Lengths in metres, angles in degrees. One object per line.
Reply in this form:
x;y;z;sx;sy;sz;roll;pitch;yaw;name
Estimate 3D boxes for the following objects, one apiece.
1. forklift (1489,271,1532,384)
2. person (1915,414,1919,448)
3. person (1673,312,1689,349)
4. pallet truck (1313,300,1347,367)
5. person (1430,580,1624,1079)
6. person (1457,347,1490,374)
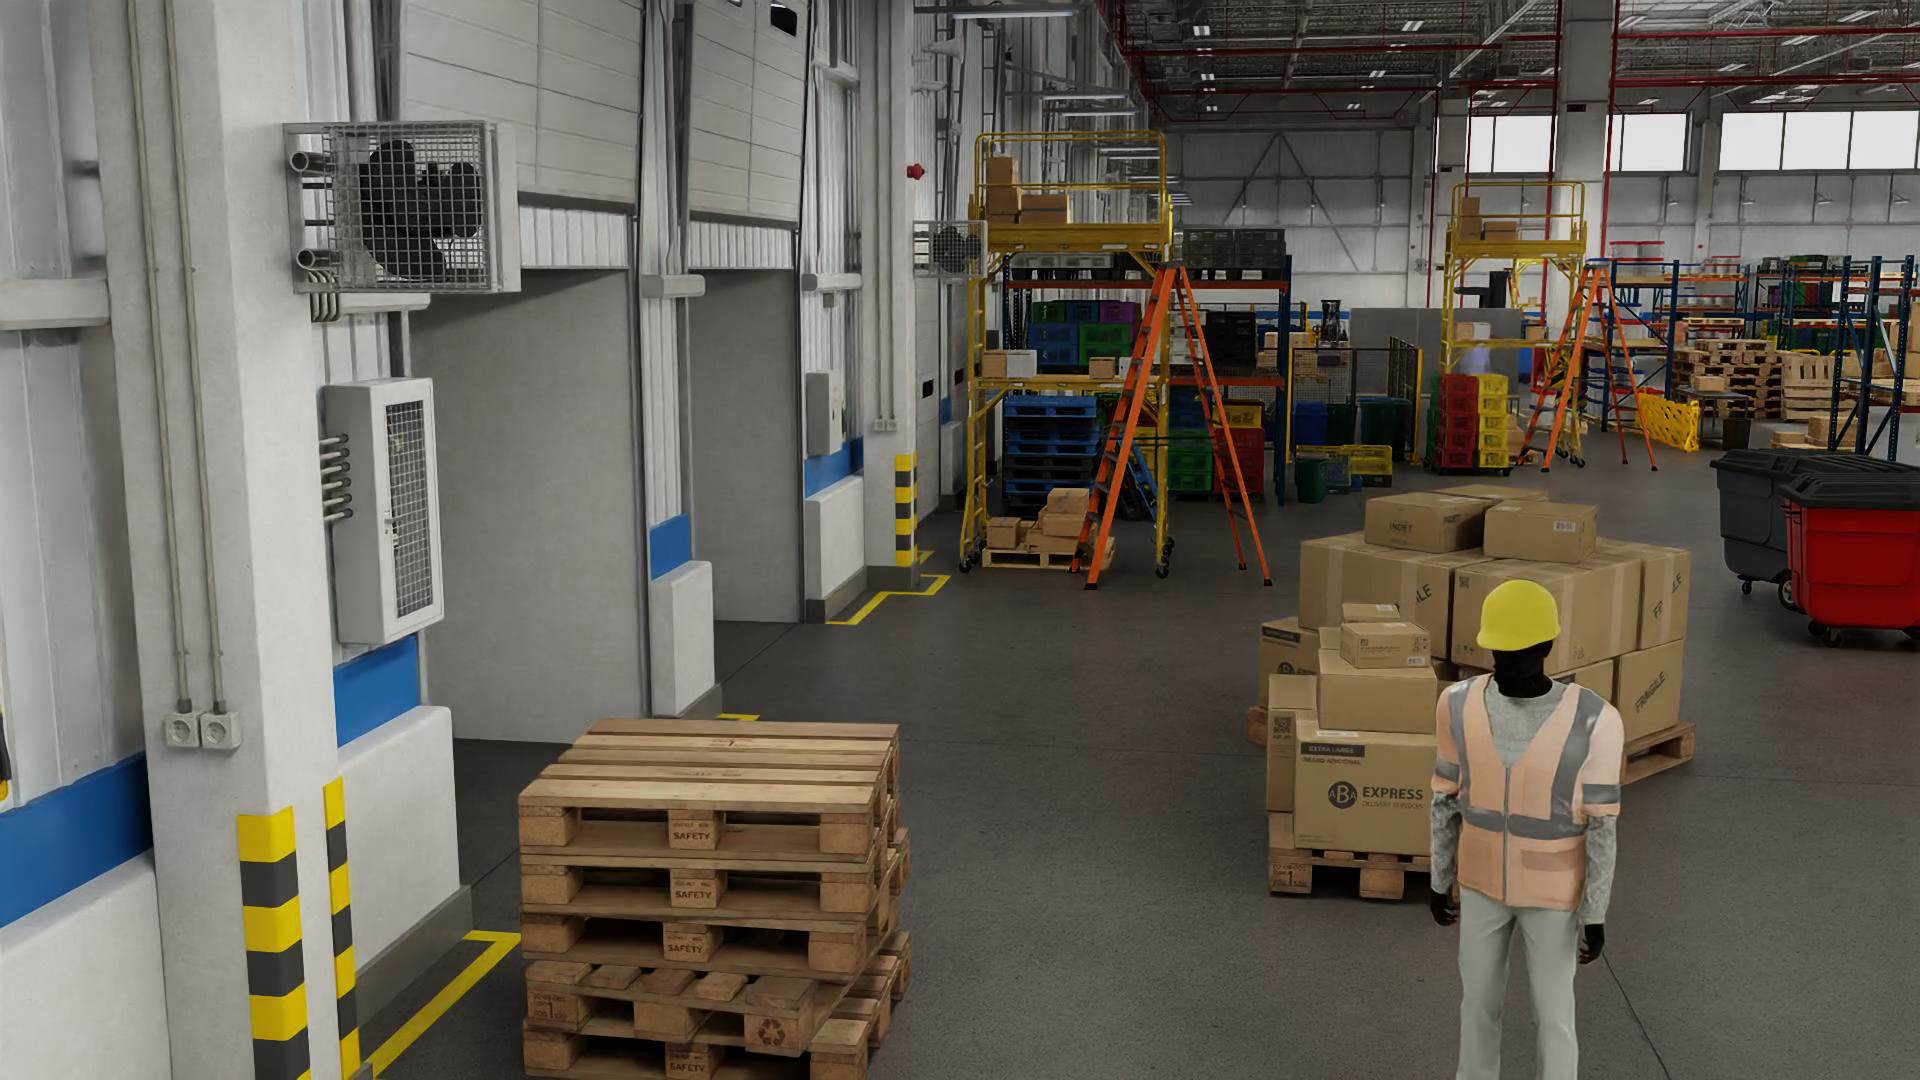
13.422;-5.322;41.591;1.873;2.768;1.129;1;9;9;forklift
15.576;-2.334;26.681;0.319;1.740;0.483;6;11;32;person
20.639;-5.711;47.714;0.564;1.661;0.798;6;11;33;person
11.159;-6.200;49.718;0.823;1.965;1.885;4;10;26;pallet truck
1.725;1.064;5.172;0.586;1.918;0.398;7;12;37;person
8.960;-2.822;29.119;0.542;1.919;0.504;-3;10;-19;person
